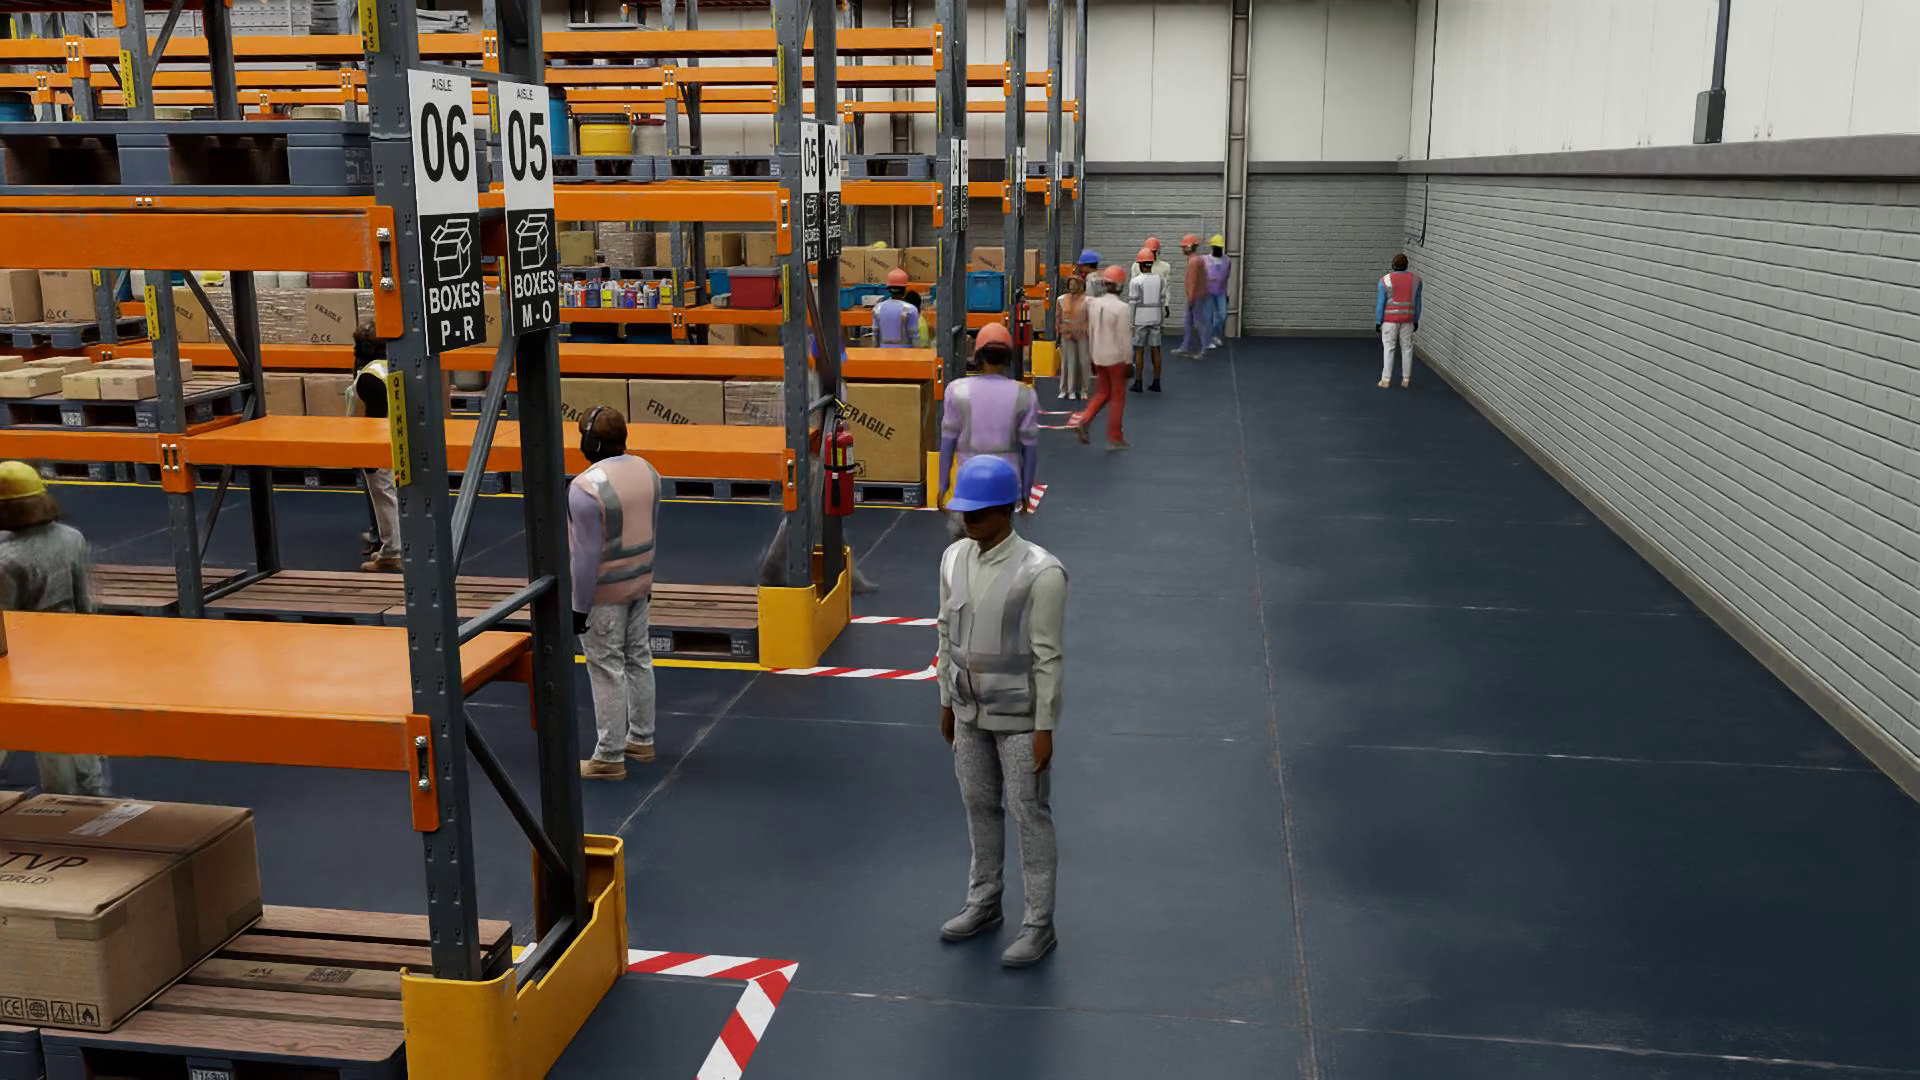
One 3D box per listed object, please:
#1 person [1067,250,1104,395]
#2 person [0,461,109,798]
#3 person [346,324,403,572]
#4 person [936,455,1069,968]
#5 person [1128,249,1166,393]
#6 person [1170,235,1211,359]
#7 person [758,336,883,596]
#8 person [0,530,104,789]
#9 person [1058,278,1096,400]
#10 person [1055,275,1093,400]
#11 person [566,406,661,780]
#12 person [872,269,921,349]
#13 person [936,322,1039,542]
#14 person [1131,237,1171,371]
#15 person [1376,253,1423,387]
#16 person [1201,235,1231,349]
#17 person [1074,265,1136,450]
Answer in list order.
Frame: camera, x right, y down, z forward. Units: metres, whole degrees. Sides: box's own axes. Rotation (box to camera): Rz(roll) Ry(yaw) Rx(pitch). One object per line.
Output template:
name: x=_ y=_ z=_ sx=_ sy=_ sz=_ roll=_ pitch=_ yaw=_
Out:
person: x=1.726 y=-2.884 z=22.130 sx=0.590 sy=1.932 sz=0.634 roll=3 pitch=13 yaw=14
person: x=-4.020 y=0.507 z=7.261 sx=0.340 sy=1.728 sz=0.513 roll=3 pitch=13 yaw=15
person: x=-4.348 y=-0.688 z=12.432 sx=0.429 sy=1.842 sz=0.636 roll=-1 pitch=13 yaw=-5
person: x=0.135 y=0.634 z=6.253 sx=0.607 sy=1.941 sz=0.416 roll=11 pitch=17 yaw=42
person: x=2.506 y=-2.954 z=22.477 sx=0.547 sy=1.929 sz=0.384 roll=-4 pitch=13 yaw=-19
person: x=3.723 y=-3.866 z=26.545 sx=0.674 sy=1.958 sz=0.635 roll=2 pitch=13 yaw=8
person: x=-1.029 y=-0.547 z=11.730 sx=0.970 sy=1.887 sz=0.628 roll=5 pitch=13 yaw=20
person: x=-4.530 y=0.440 z=7.869 sx=0.801 sy=1.593 sz=0.526 roll=-2 pitch=13 yaw=-11
person: x=1.549 y=-2.651 z=21.870 sx=0.540 sy=1.595 sz=0.619 roll=-3 pitch=13 yaw=-14
person: x=1.497 y=-2.652 z=21.785 sx=0.513 sy=1.630 sz=0.318 roll=4 pitch=13 yaw=17
person: x=-1.722 y=0.256 z=8.171 sx=0.429 sy=1.842 sz=0.633 roll=5 pitch=14 yaw=23
person: x=-0.656 y=-1.909 z=17.729 sx=0.553 sy=1.934 sz=0.367 roll=6 pitch=14 yaw=24
person: x=0.175 y=-0.358 z=10.561 sx=0.660 sy=2.012 sz=0.583 roll=-1 pitch=13 yaw=-4
person: x=2.843 y=-3.512 z=24.841 sx=0.613 sy=1.991 sz=0.392 roll=0 pitch=12 yaw=-1
person: x=6.048 y=-3.026 z=22.985 sx=0.619 sy=1.845 sz=0.430 roll=0 pitch=12 yaw=-2
person: x=4.294 y=-4.172 z=27.988 sx=0.602 sy=1.909 sz=0.409 roll=-3 pitch=13 yaw=-12
person: x=1.582 y=-1.930 z=17.714 sx=0.576 sy=1.980 sz=0.636 roll=-8 pitch=15 yaw=-33
